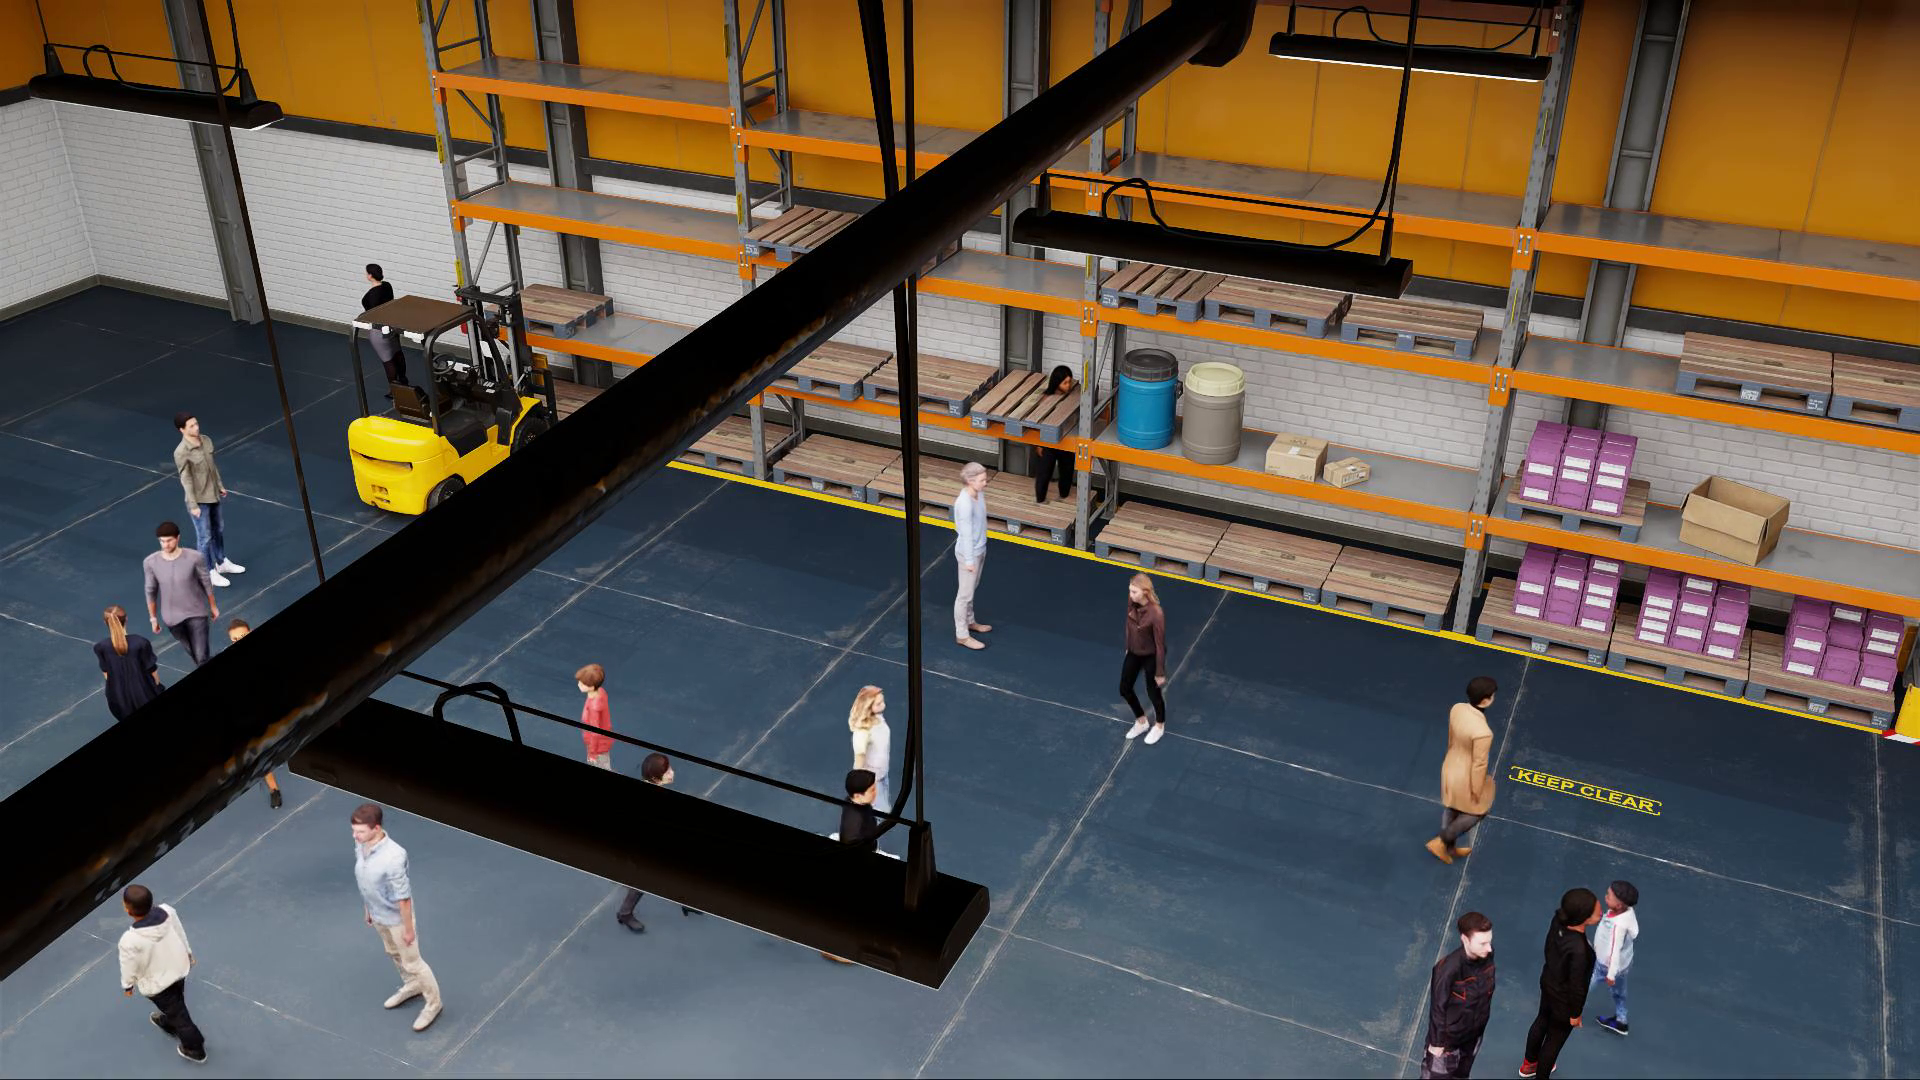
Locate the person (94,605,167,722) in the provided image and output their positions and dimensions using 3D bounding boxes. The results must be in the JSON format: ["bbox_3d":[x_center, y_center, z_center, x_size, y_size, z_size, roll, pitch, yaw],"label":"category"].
[{"bbox_3d":[-6.906,1.292,13.929,0.687,1.683,0.776,-6,29,-11],"label":"person"}]

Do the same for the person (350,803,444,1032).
[{"bbox_3d":[-3.897,2.551,11.458,0.572,1.840,0.758,21,35,33],"label":"person"}]

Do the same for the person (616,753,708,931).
[{"bbox_3d":[-2.322,2.258,12.305,1.036,1.543,0.875,-2,29,-3],"label":"person"}]

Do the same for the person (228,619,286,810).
[{"bbox_3d":[-5.829,1.350,13.870,0.983,1.638,1.142,-16,32,-26],"label":"person"}]

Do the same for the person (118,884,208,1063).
[{"bbox_3d":[-5.296,2.936,11.174,0.812,1.435,0.608,12,31,21],"label":"person"}]

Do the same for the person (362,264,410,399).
[{"bbox_3d":[-7.290,-2.668,21.110,0.718,1.760,0.744,4,29,7],"label":"person"}]

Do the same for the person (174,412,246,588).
[{"bbox_3d":[-7.704,-0.441,16.918,0.665,1.864,0.749,6,29,11],"label":"person"}]

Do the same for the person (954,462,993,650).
[{"bbox_3d":[0.099,0.117,15.868,0.635,1.891,0.689,7,29,13],"label":"person"}]

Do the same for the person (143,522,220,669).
[{"bbox_3d":[-6.981,0.628,15.020,1.223,1.804,1.193,-6,29,-10],"label":"person"}]

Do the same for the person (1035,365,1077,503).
[{"bbox_3d":[1.056,-1.074,18.132,0.780,1.813,0.826,-12,31,-21],"label":"person"}]

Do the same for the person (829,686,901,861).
[{"bbox_3d":[-0.780,1.844,12.890,0.879,1.710,0.773,3,29,5],"label":"person"}]

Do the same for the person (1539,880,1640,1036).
[{"bbox_3d":[4.549,2.902,11.450,0.871,1.230,0.598,19,34,31],"label":"person"}]

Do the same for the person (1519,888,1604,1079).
[{"bbox_3d":[3.938,2.954,10.892,0.683,1.675,0.680,-2,29,-4],"label":"person"}]

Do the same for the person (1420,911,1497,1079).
[{"bbox_3d":[3.105,3.082,10.407,0.776,1.914,0.757,-21,35,-33],"label":"person"}]

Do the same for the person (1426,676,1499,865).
[{"bbox_3d":[3.858,1.819,12.925,0.932,1.719,0.871,-8,30,-14],"label":"person"}]

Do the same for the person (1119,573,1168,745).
[{"bbox_3d":[1.661,1.002,14.467,0.899,1.677,0.774,-23,36,-35],"label":"person"}]
